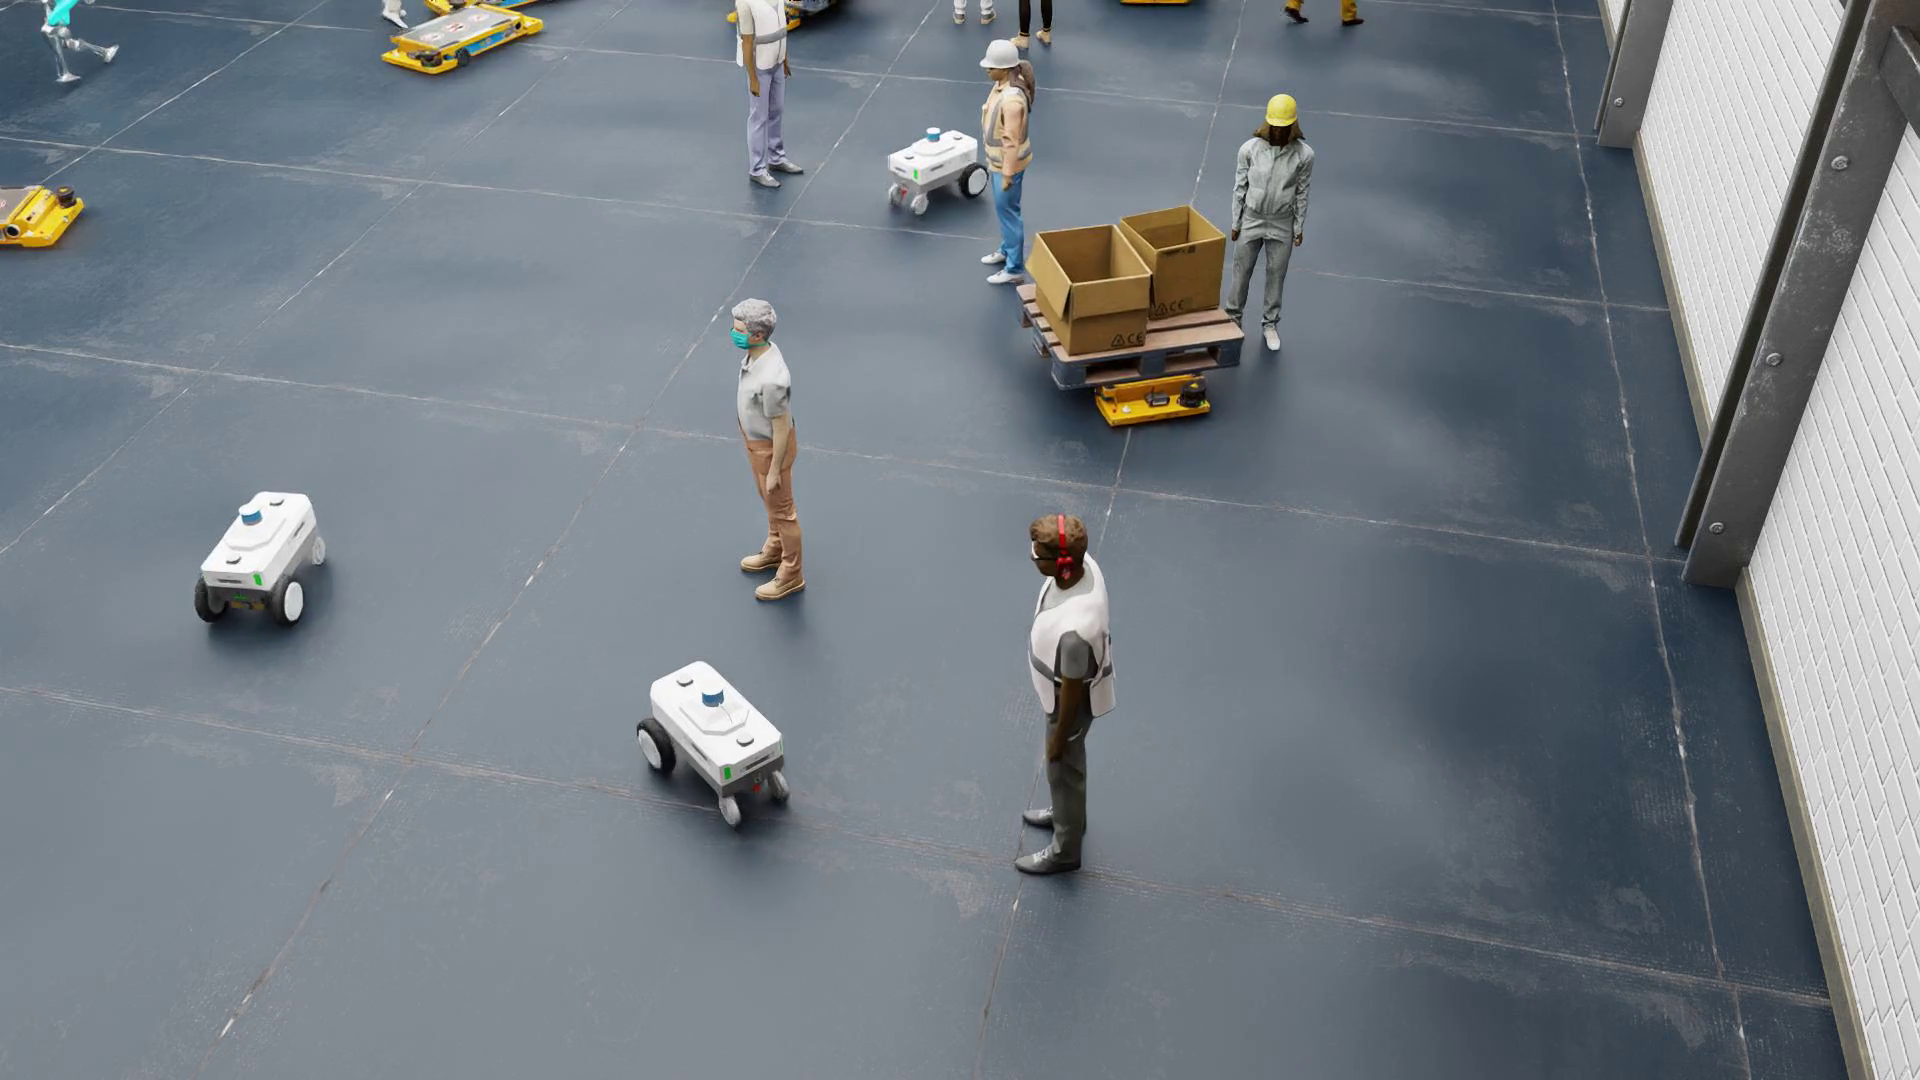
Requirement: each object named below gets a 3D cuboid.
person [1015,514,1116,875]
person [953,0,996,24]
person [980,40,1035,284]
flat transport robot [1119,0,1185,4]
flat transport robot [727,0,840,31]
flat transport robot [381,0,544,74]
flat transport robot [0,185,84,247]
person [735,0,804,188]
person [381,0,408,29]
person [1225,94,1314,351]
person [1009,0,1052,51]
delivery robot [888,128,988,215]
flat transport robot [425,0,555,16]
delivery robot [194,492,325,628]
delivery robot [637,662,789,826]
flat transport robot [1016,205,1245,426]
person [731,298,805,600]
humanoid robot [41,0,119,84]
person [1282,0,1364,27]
[{"bbox_3d":[0.453,0.654,7.039,0.408,1.833,0.562,1,37,2],"label":"person"},{"bbox_3d":[0.122,-5.813,15.651,0.573,1.882,0.356,2,37,3],"label":"person"},{"bbox_3d":[0.319,-2.616,11.508,0.378,1.721,0.492,-4,37,-5],"label":"person"},{"bbox_3d":[1.945,-5.800,16.980,0.659,0.231,1.431,2,37,3],"label":"flat transport robot"},{"bbox_3d":[-1.610,-5.331,16.353,0.659,0.231,1.431,19,41,24],"label":"flat transport robot"},{"bbox_3d":[-4.631,-4.696,15.503,0.659,0.231,1.431,20,41,25],"label":"flat transport robot"},{"bbox_3d":[-7.417,-2.400,12.431,1.431,0.231,0.659,-2,37,-3],"label":"flat transport robot"},{"bbox_3d":[-1.499,-3.636,12.779,0.401,1.836,0.559,16,40,20],"label":"person"},{"bbox_3d":[-5.450,-5.691,15.709,0.477,1.603,0.620,-25,43,-29],"label":"person"},{"bbox_3d":[1.980,-2.025,10.696,0.484,1.744,0.293,3,37,5],"label":"person"},{"bbox_3d":[0.660,-5.341,15.174,0.537,1.694,0.318,-20,41,-24],"label":"person"},{"bbox_3d":[-0.197,-2.883,12.831,0.788,0.587,0.499,-30,46,-34],"label":"delivery robot"},{"bbox_3d":[-4.517,-5.457,16.520,1.431,0.231,0.659,-28,45,-32],"label":"flat transport robot"},{"bbox_3d":[-3.723,0.089,8.862,0.499,0.597,0.779,4,37,5],"label":"delivery robot"},{"bbox_3d":[-1.141,0.906,7.772,0.499,0.600,0.802,-26,44,-30],"label":"delivery robot"},{"bbox_3d":[1.061,-1.215,10.844,0.659,0.231,1.431,-9,38,-12],"label":"flat transport robot"},{"bbox_3d":[-1.006,-0.472,8.615,0.321,1.748,0.474,-12,39,-16],"label":"person"},{"bbox_3d":[-7.884,-4.806,14.459,0.553,1.752,1.079,12,38,15],"label":"humanoid robot"},{"bbox_3d":[3.497,-5.692,15.625,0.758,1.721,0.557,-13,39,-16],"label":"person"}]
